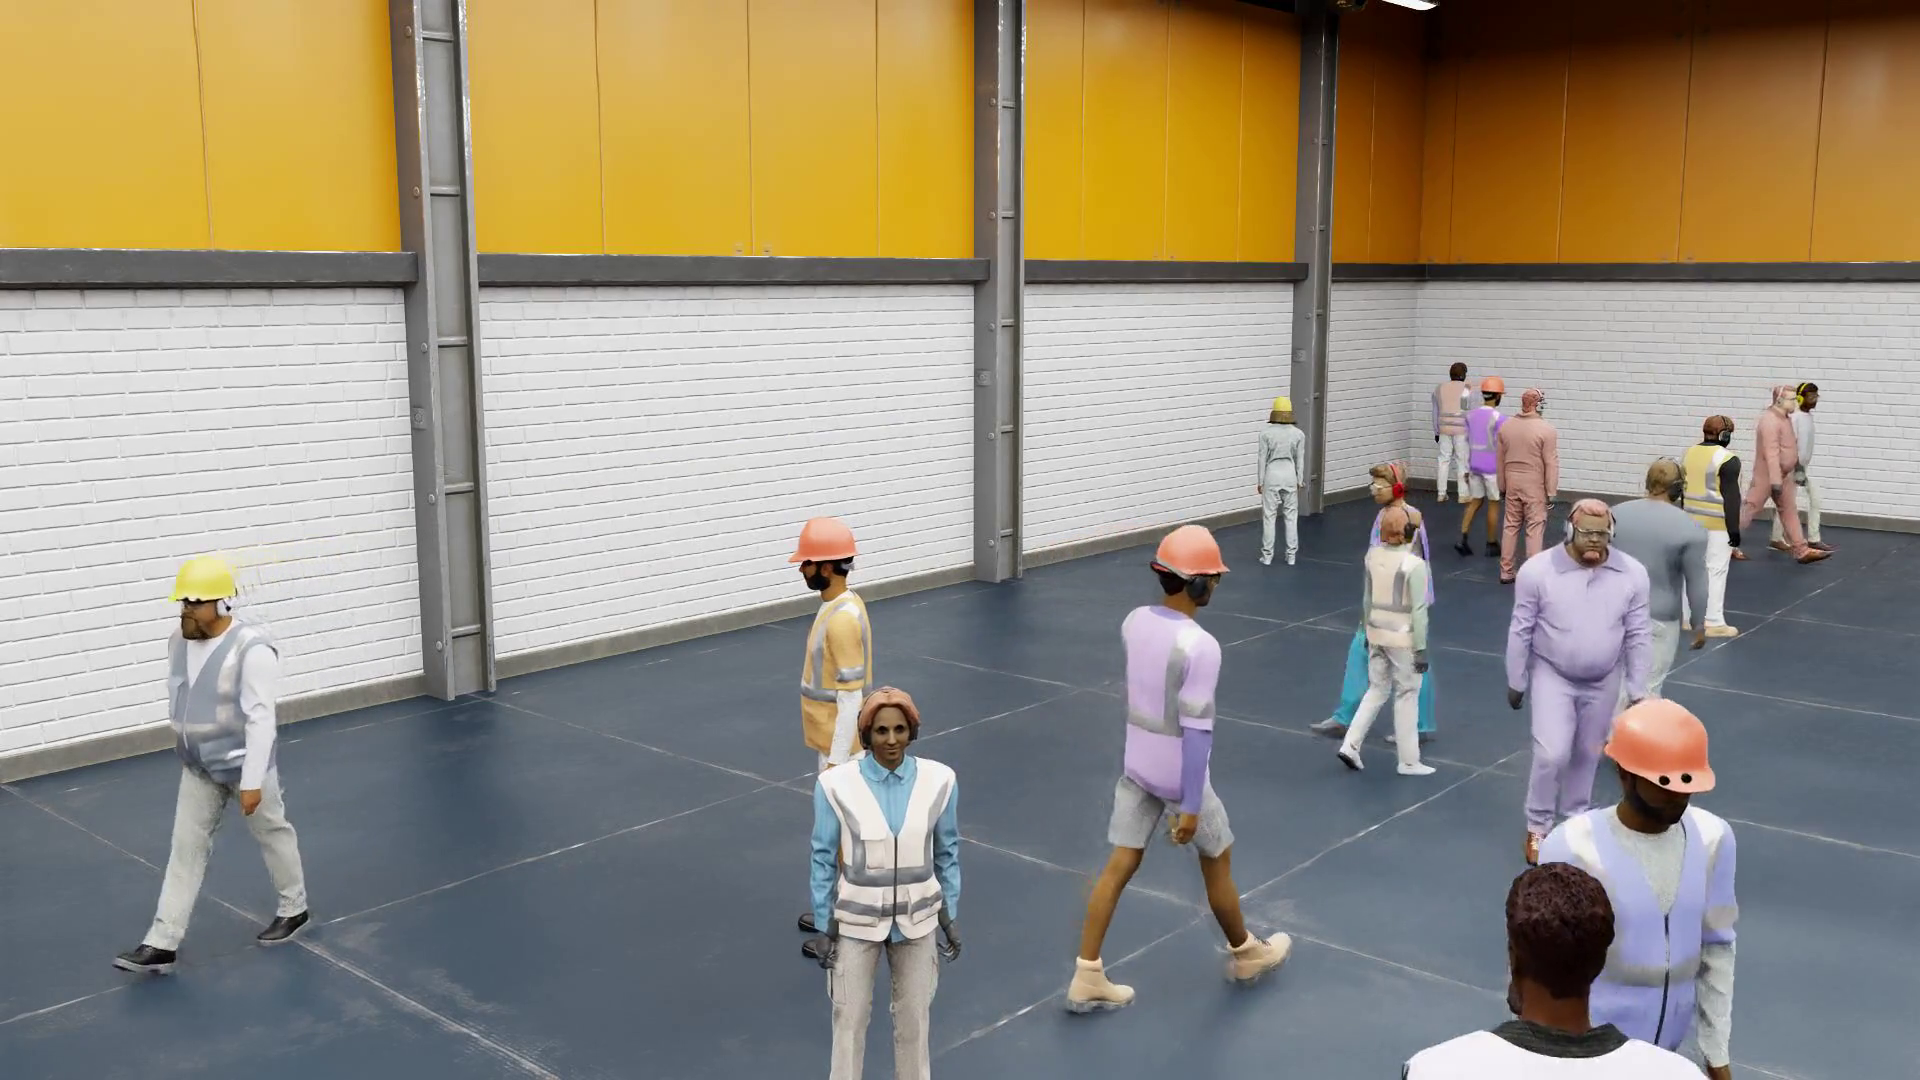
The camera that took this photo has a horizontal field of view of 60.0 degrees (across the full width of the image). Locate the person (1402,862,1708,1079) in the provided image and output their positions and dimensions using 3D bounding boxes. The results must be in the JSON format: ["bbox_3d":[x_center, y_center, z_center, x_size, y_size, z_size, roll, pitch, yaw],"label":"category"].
[{"bbox_3d":[1.073,1.547,3.127,0.630,1.888,0.593,0,9,-3],"label":"person"}]

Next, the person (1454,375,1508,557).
[{"bbox_3d":[5.550,-0.768,17.534,0.496,1.932,0.552,-5,10,-28],"label":"person"}]

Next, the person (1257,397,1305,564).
[{"bbox_3d":[3.299,-0.609,17.149,0.480,1.733,0.333,-1,9,-4],"label":"person"}]

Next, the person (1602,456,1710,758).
[{"bbox_3d":[4.107,0.461,9.889,0.503,1.922,0.641,-7,12,-38],"label":"person"}]

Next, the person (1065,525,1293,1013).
[{"bbox_3d":[0.888,0.921,6.768,1.096,1.985,0.615,-6,11,-32],"label":"person"}]

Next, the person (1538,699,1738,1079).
[{"bbox_3d":[1.799,1.310,4.651,0.529,1.889,0.980,-2,9,-15],"label":"person"}]

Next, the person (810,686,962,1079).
[{"bbox_3d":[-0.244,1.286,5.531,0.514,1.642,0.310,-3,9,-16],"label":"person"}]

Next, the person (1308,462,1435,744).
[{"bbox_3d":[2.613,0.414,10.491,0.849,1.802,0.560,-1,9,-9],"label":"person"}]

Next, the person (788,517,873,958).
[{"bbox_3d":[-0.564,0.858,7.295,0.357,1.934,0.552,-1,9,-7],"label":"person"}]

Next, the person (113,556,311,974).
[{"bbox_3d":[-3.197,0.959,7.128,0.616,1.780,0.916,4,10,23],"label":"person"}]

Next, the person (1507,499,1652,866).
[{"bbox_3d":[3.104,0.720,8.363,0.653,1.879,0.573,0,9,2],"label":"person"}]

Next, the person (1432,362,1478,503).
[{"bbox_3d":[6.505,-1.406,21.815,0.626,1.844,0.429,7,12,39],"label":"person"}]

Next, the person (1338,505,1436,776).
[{"bbox_3d":[2.565,0.607,9.861,0.465,1.641,0.534,-4,10,-24],"label":"person"}]

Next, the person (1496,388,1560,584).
[{"bbox_3d":[5.438,-0.494,15.887,0.408,1.905,0.654,-6,11,-35],"label":"person"}]

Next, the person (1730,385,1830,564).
[{"bbox_3d":[8.413,-0.667,17.149,1.054,1.851,0.659,7,12,39],"label":"person"}]

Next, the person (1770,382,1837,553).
[{"bbox_3d":[9.062,-0.757,17.744,0.508,1.836,0.783,-8,12,-39],"label":"person"}]

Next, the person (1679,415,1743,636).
[{"bbox_3d":[6.224,-0.121,13.793,0.428,1.832,0.626,-2,9,-14],"label":"person"}]
